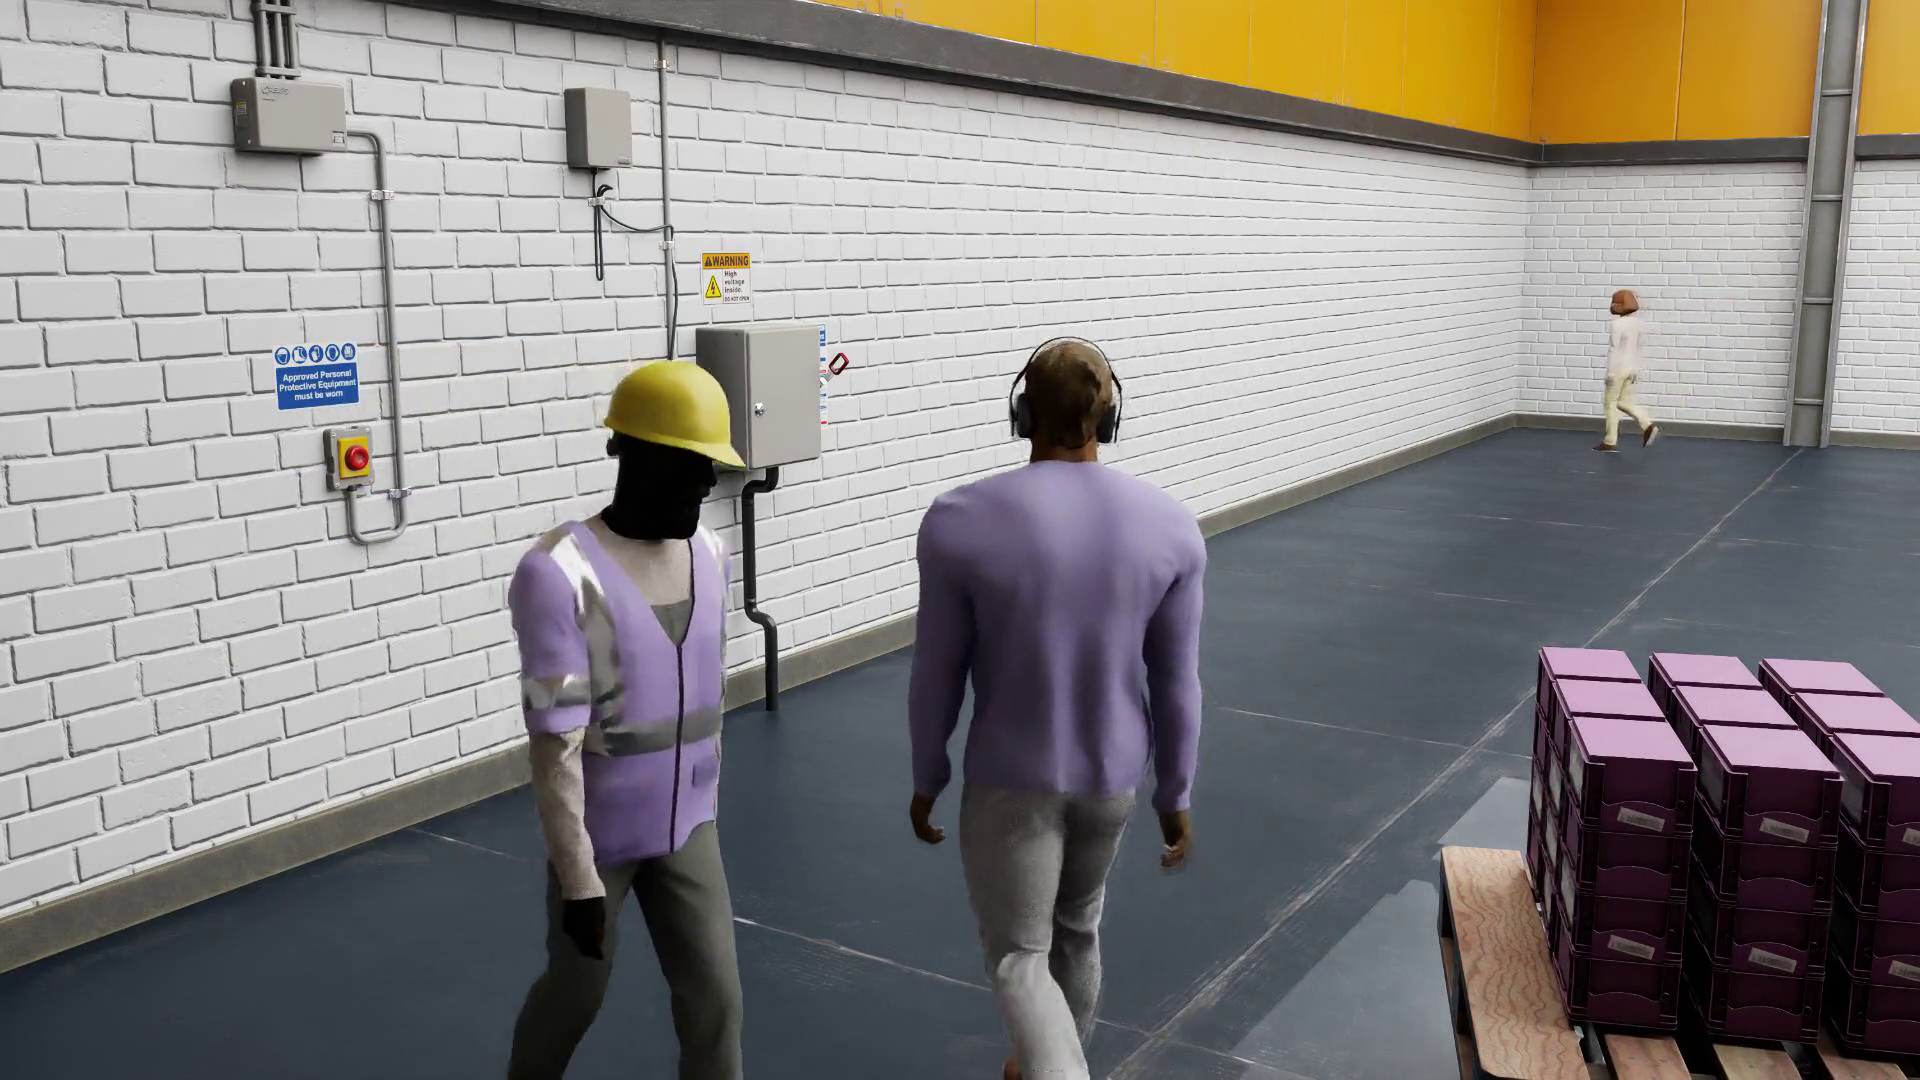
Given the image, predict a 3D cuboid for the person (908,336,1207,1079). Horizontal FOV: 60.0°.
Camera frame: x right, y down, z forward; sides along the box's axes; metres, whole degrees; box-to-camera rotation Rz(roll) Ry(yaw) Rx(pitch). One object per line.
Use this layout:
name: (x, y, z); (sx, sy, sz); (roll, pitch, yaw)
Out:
person: (0.221, 0.520, 3.574); (0.631, 1.906, 0.870); (-3, 11, -14)

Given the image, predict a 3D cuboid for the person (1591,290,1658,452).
person: (6.603, -1.660, 16.447); (0.506, 1.620, 0.519); (-9, 14, -41)

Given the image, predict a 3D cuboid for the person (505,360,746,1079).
person: (-0.682, 0.561, 3.448); (0.961, 1.873, 0.591); (9, 13, 40)
